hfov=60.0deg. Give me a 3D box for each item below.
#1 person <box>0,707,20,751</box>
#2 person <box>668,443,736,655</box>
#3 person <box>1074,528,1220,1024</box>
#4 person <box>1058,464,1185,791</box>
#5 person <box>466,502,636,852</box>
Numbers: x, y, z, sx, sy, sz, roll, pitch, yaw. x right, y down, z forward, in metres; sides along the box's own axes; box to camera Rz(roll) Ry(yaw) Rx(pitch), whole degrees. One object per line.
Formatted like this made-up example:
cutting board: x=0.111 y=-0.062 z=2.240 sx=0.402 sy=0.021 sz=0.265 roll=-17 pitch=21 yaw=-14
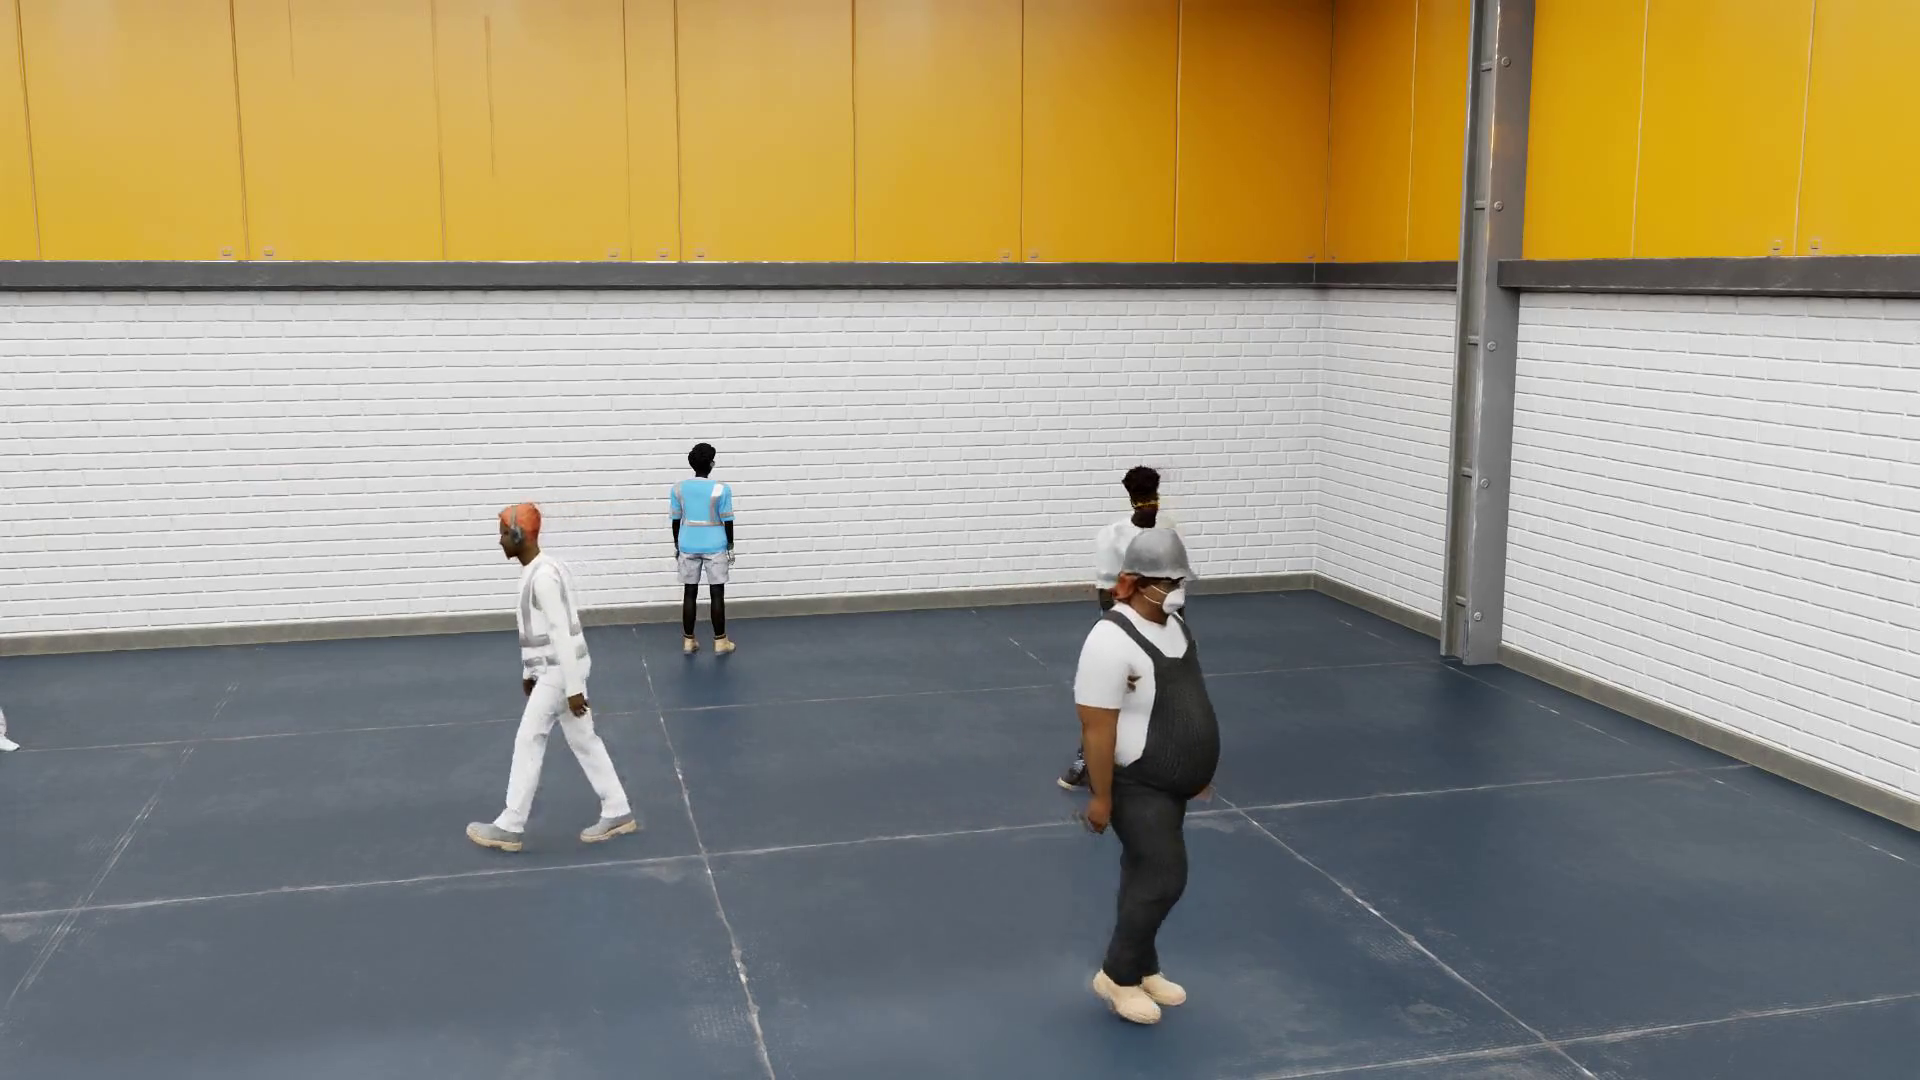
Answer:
person: x=-6.419 y=0.549 z=10.552 sx=0.770 sy=1.612 sz=0.527 roll=3 pitch=10 yaw=20
person: x=-2.038 y=0.072 z=13.240 sx=0.542 sy=1.695 sz=0.316 roll=2 pitch=9 yaw=12
person: x=0.791 y=0.936 z=6.780 sx=0.535 sy=2.000 sz=0.691 roll=5 pitch=10 yaw=28
person: x=1.017 y=0.517 z=9.727 sx=0.891 sy=1.938 sz=0.433 roll=-4 pitch=10 yaw=-25
person: x=-2.179 y=0.717 z=8.748 sx=0.963 sy=1.834 sz=0.606 roll=-2 pitch=9 yaw=-12
